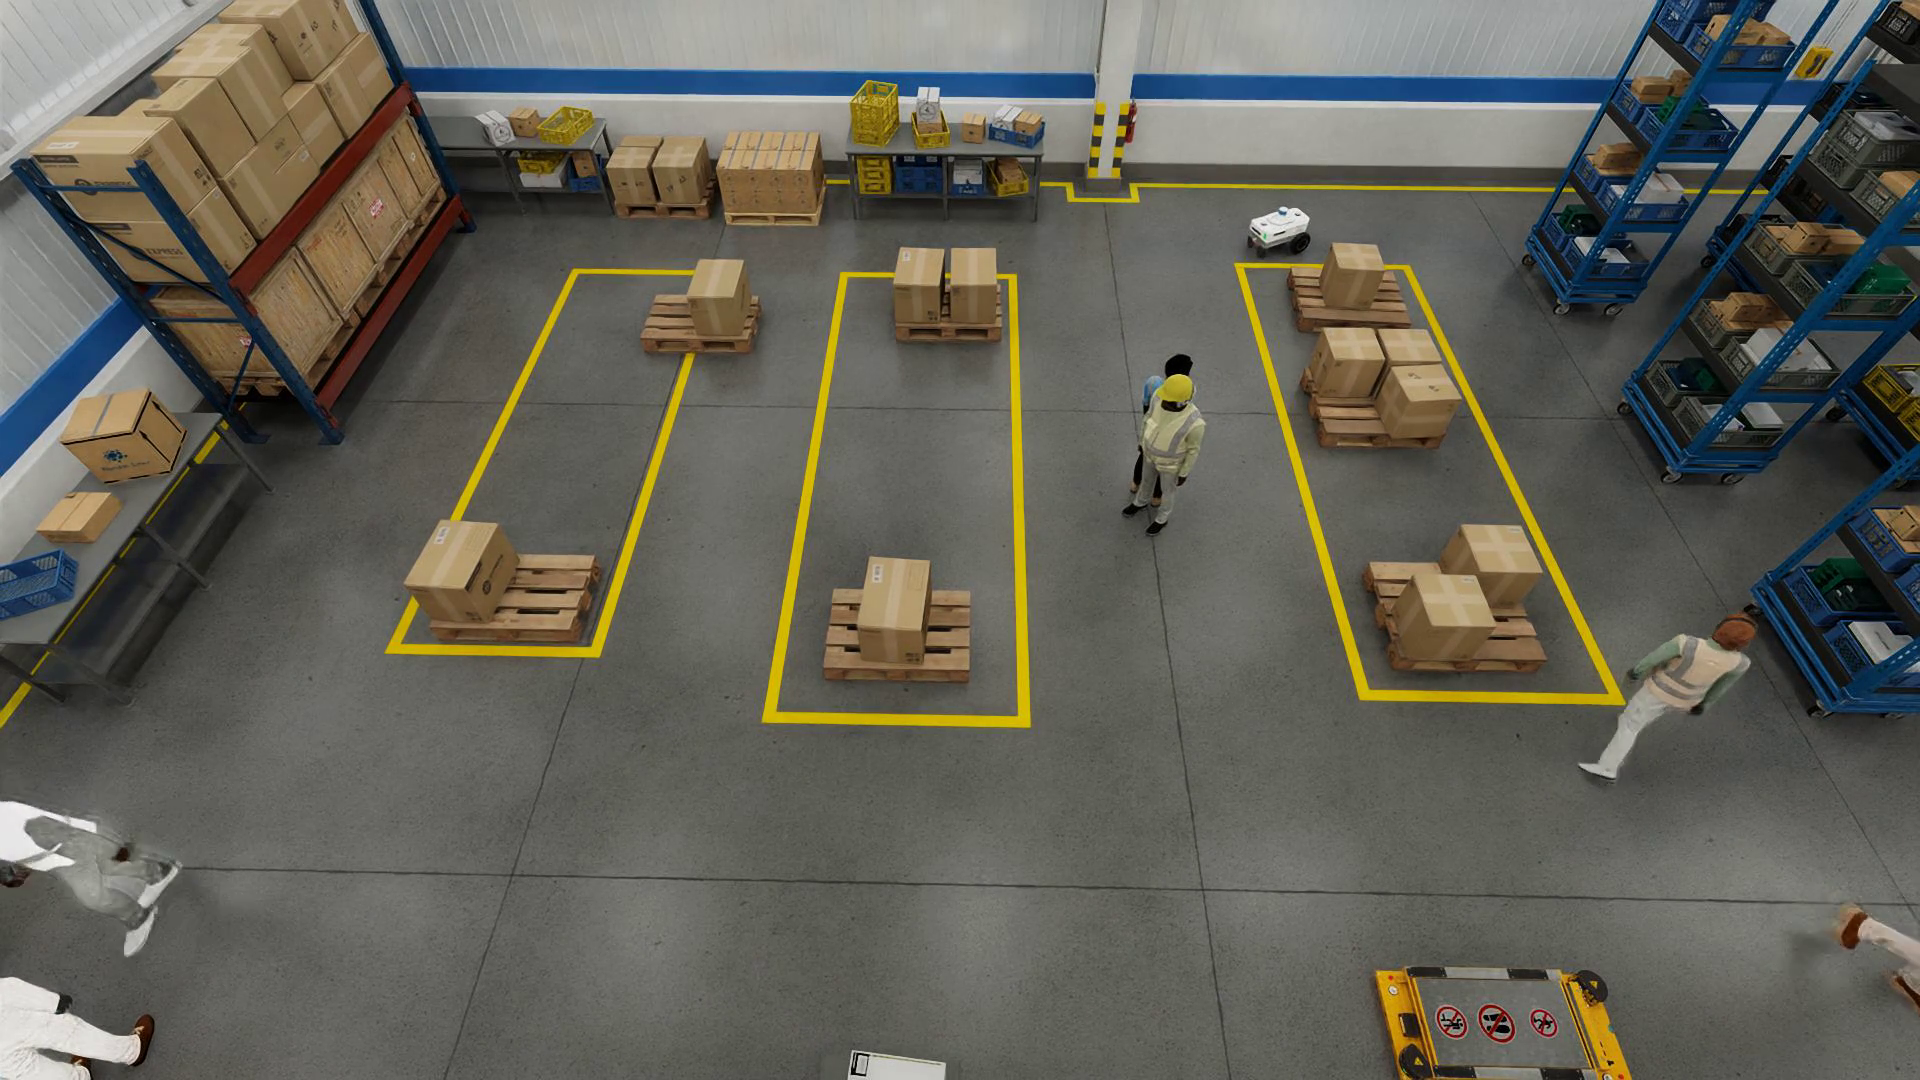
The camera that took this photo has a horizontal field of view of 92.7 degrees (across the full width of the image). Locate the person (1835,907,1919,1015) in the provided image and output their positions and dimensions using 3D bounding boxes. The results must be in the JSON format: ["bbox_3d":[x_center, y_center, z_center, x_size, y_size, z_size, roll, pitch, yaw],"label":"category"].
[{"bbox_3d":[6.258,2.327,5.475,0.632,1.979,0.669,-16,53,-13],"label":"person"}]

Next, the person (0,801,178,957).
[{"bbox_3d":[-5.722,2.067,5.753,0.657,1.878,0.761,6,51,5],"label":"person"}]

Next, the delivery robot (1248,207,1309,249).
[{"bbox_3d":[3.964,-3.902,11.409,0.707,0.478,0.477,-20,54,-15],"label":"delivery robot"}]

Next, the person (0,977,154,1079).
[{"bbox_3d":[-5.482,2.745,5.185,0.652,1.904,0.402,-27,56,-20],"label":"person"}]

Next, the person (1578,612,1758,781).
[{"bbox_3d":[5.166,1.167,6.660,0.546,1.608,0.711,13,52,10],"label":"person"}]

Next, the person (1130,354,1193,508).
[{"bbox_3d":[1.849,-0.985,8.358,0.319,1.694,0.532,-33,58,-24],"label":"person"}]

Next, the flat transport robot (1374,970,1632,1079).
[{"bbox_3d":[3.501,3.133,5.914,1.431,0.197,0.652,1,51,1],"label":"flat transport robot"}]

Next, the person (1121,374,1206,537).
[{"bbox_3d":[1.795,-0.751,8.082,0.404,1.828,0.592,-30,57,-22],"label":"person"}]
